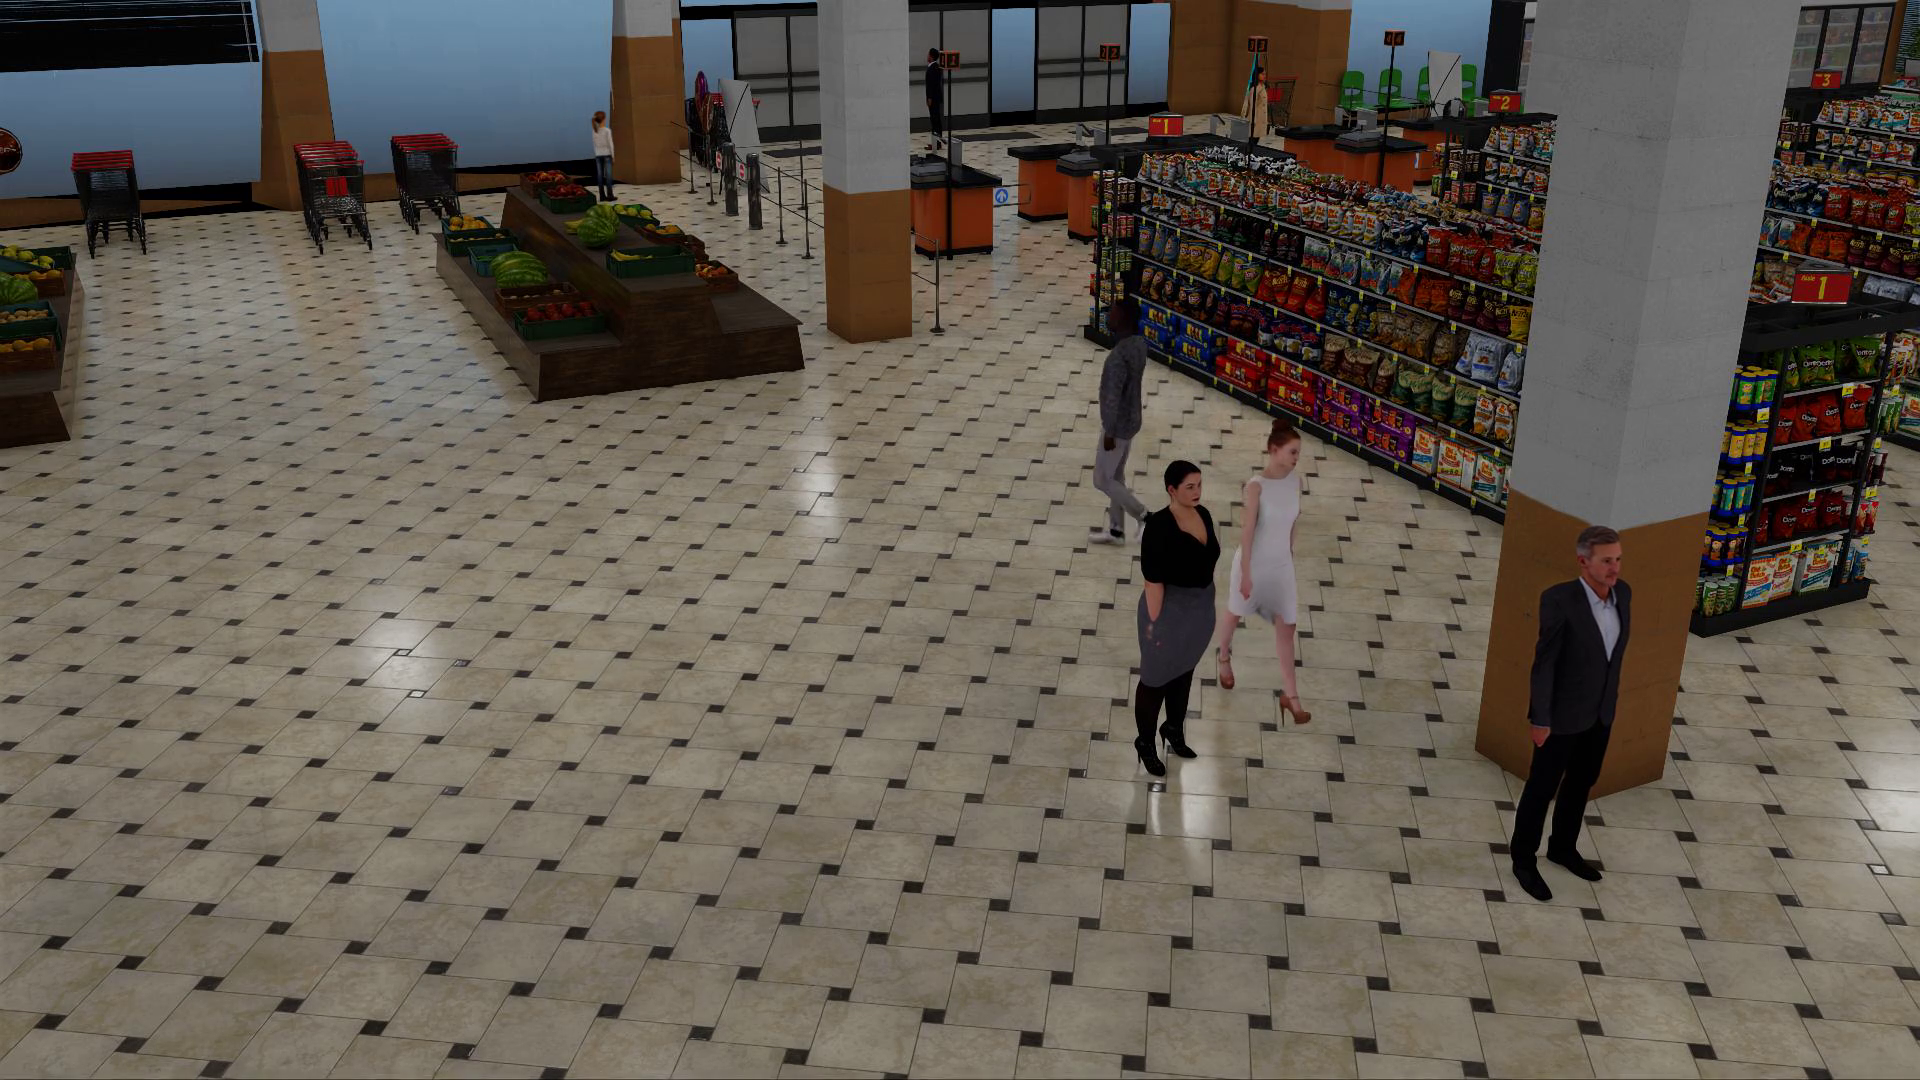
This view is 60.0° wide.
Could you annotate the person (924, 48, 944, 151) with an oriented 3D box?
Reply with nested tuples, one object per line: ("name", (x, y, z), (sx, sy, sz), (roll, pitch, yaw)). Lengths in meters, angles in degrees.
("person", (-0.441, -7.730, 29.158), (0.768, 1.727, 0.694), (6, 23, 16))

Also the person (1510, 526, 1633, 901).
("person", (2.901, 0.782, 7.823), (0.738, 1.840, 0.593), (-12, 25, -27))

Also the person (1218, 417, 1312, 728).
("person", (1.680, 0.151, 9.524), (0.645, 1.742, 1.126), (-8, 23, -19))

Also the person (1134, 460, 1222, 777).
("person", (1.138, 0.401, 8.879), (0.740, 1.760, 0.753), (20, 29, 40))

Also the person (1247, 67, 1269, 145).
("person", (4.769, -6.761, 26.808), (0.743, 1.681, 0.721), (11, 24, 25))

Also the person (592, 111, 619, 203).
("person", (-5.280, -5.677, 24.600), (0.566, 1.316, 0.623), (6, 23, 14))

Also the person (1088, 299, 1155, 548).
("person", (1.206, -0.783, 11.738), (0.986, 1.824, 0.926), (8, 23, 19))
